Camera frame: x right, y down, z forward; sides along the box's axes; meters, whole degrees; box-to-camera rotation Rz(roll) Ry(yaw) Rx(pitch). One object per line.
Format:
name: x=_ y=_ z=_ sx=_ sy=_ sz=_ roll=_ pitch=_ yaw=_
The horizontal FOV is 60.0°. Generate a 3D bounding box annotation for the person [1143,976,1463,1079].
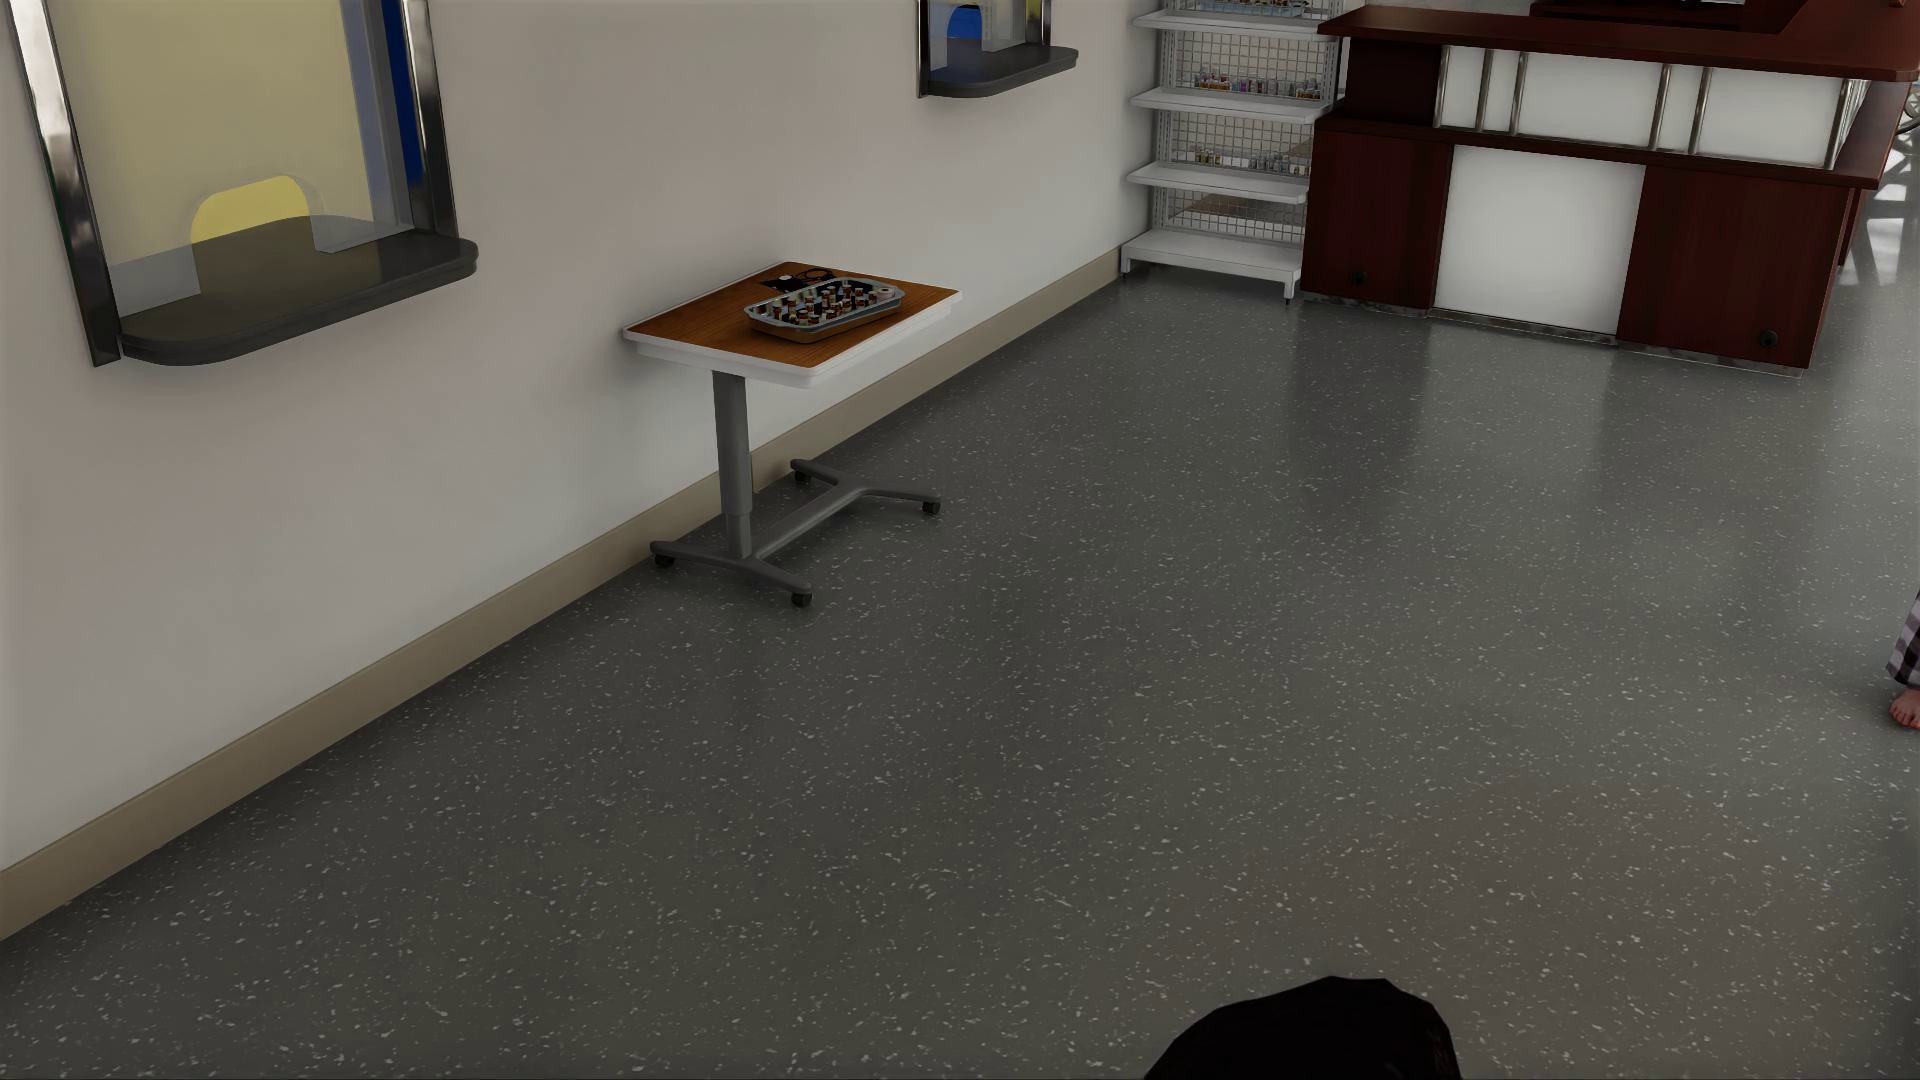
person: x=0.171 y=1.103 z=1.280 sx=0.594 sy=1.868 sz=0.736 roll=23 pitch=34 yaw=39
